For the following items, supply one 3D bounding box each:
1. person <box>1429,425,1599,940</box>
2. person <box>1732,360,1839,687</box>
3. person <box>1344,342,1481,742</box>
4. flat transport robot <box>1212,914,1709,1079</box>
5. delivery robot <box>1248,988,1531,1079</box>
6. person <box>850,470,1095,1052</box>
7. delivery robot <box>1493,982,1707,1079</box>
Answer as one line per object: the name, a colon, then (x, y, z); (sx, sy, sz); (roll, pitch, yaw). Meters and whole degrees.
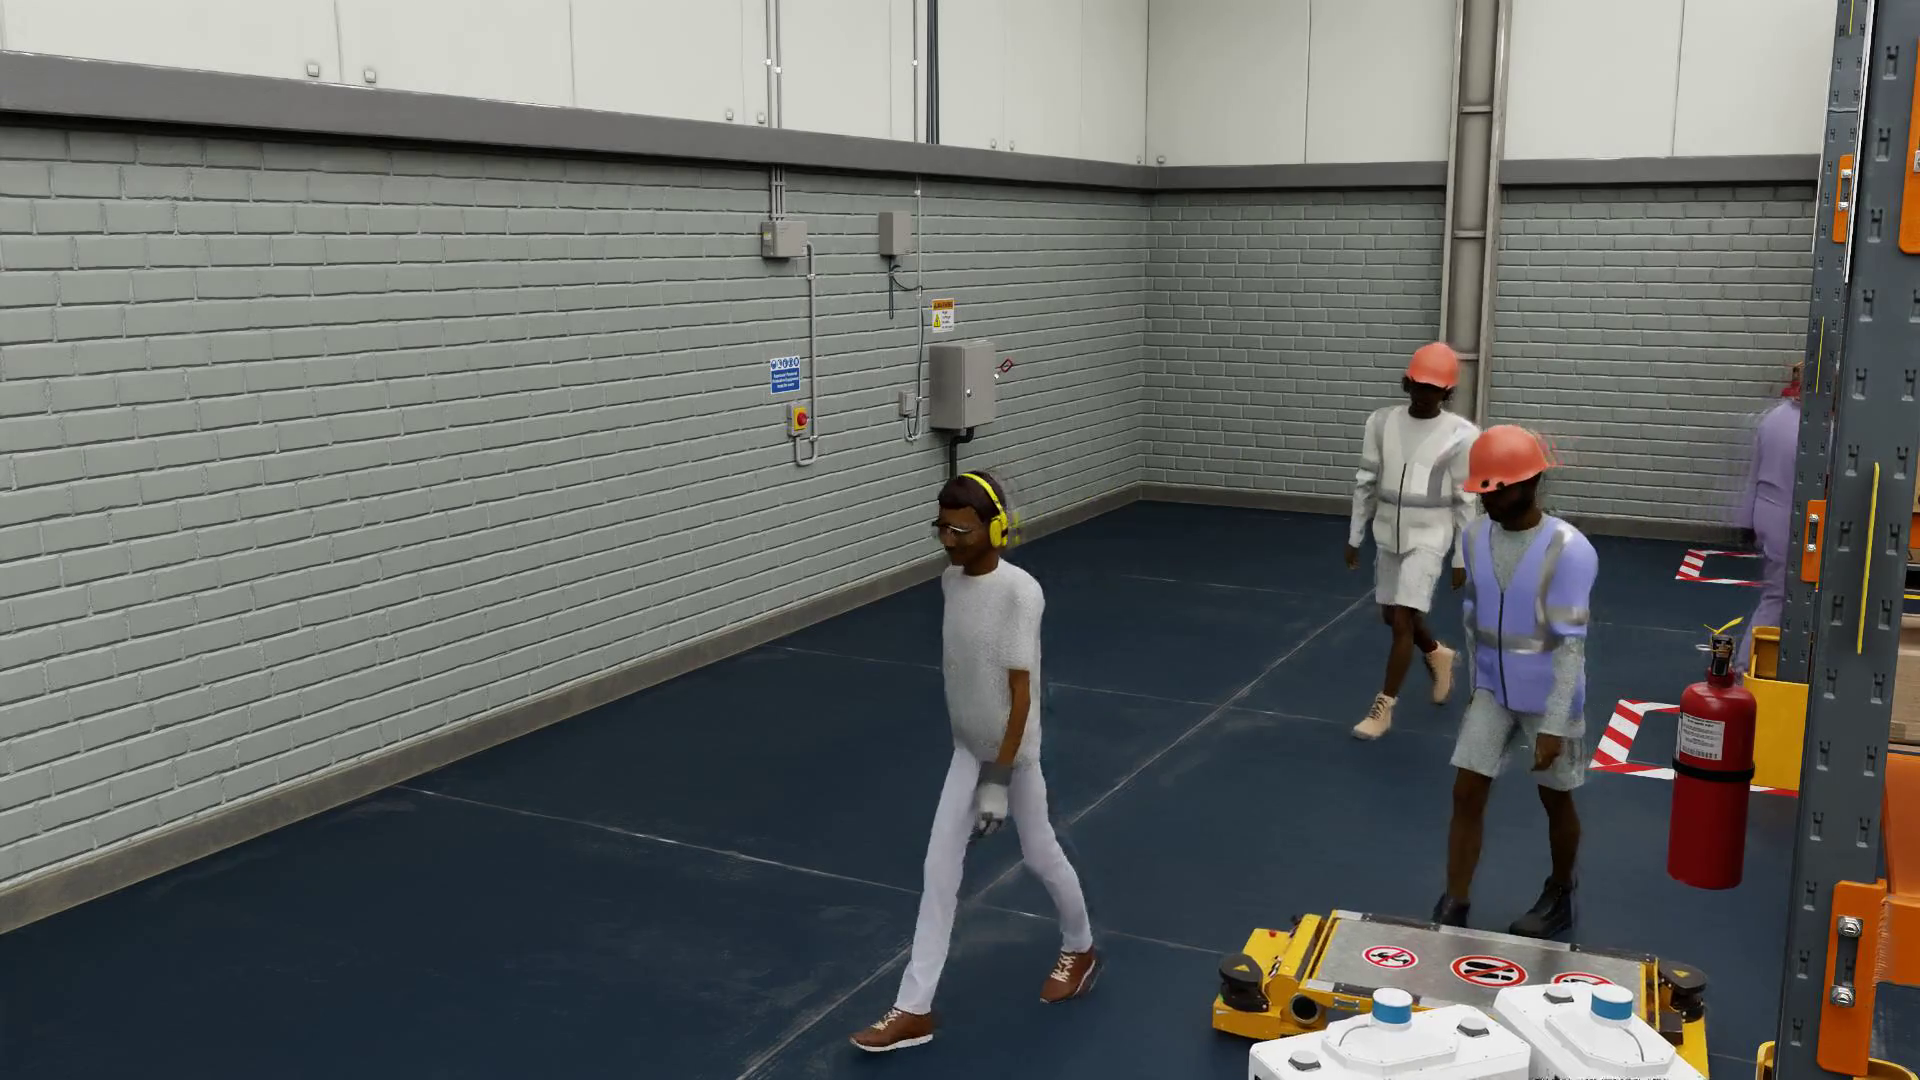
person: (1.905, 0.541, 5.726); (0.899, 1.876, 0.568); (-8, 13, -37)
person: (4.540, -0.025, 8.855); (0.817, 1.866, 0.671); (0, 10, -2)
person: (2.333, -0.016, 8.435); (0.657, 2.007, 0.900); (9, 14, 42)
flat transport robot: (1.573, 1.437, 5.239); (1.431, 0.197, 0.652); (4, 11, 21)
delivery robot: (1.116, 1.413, 4.336); (0.707, 0.478, 0.477); (-4, 11, -20)
person: (0.126, 0.672, 5.233); (0.990, 1.821, 0.519); (-9, 14, -41)
delivery robot: (1.694, 1.410, 4.356); (0.477, 0.478, 0.707); (-2, 10, -9)
